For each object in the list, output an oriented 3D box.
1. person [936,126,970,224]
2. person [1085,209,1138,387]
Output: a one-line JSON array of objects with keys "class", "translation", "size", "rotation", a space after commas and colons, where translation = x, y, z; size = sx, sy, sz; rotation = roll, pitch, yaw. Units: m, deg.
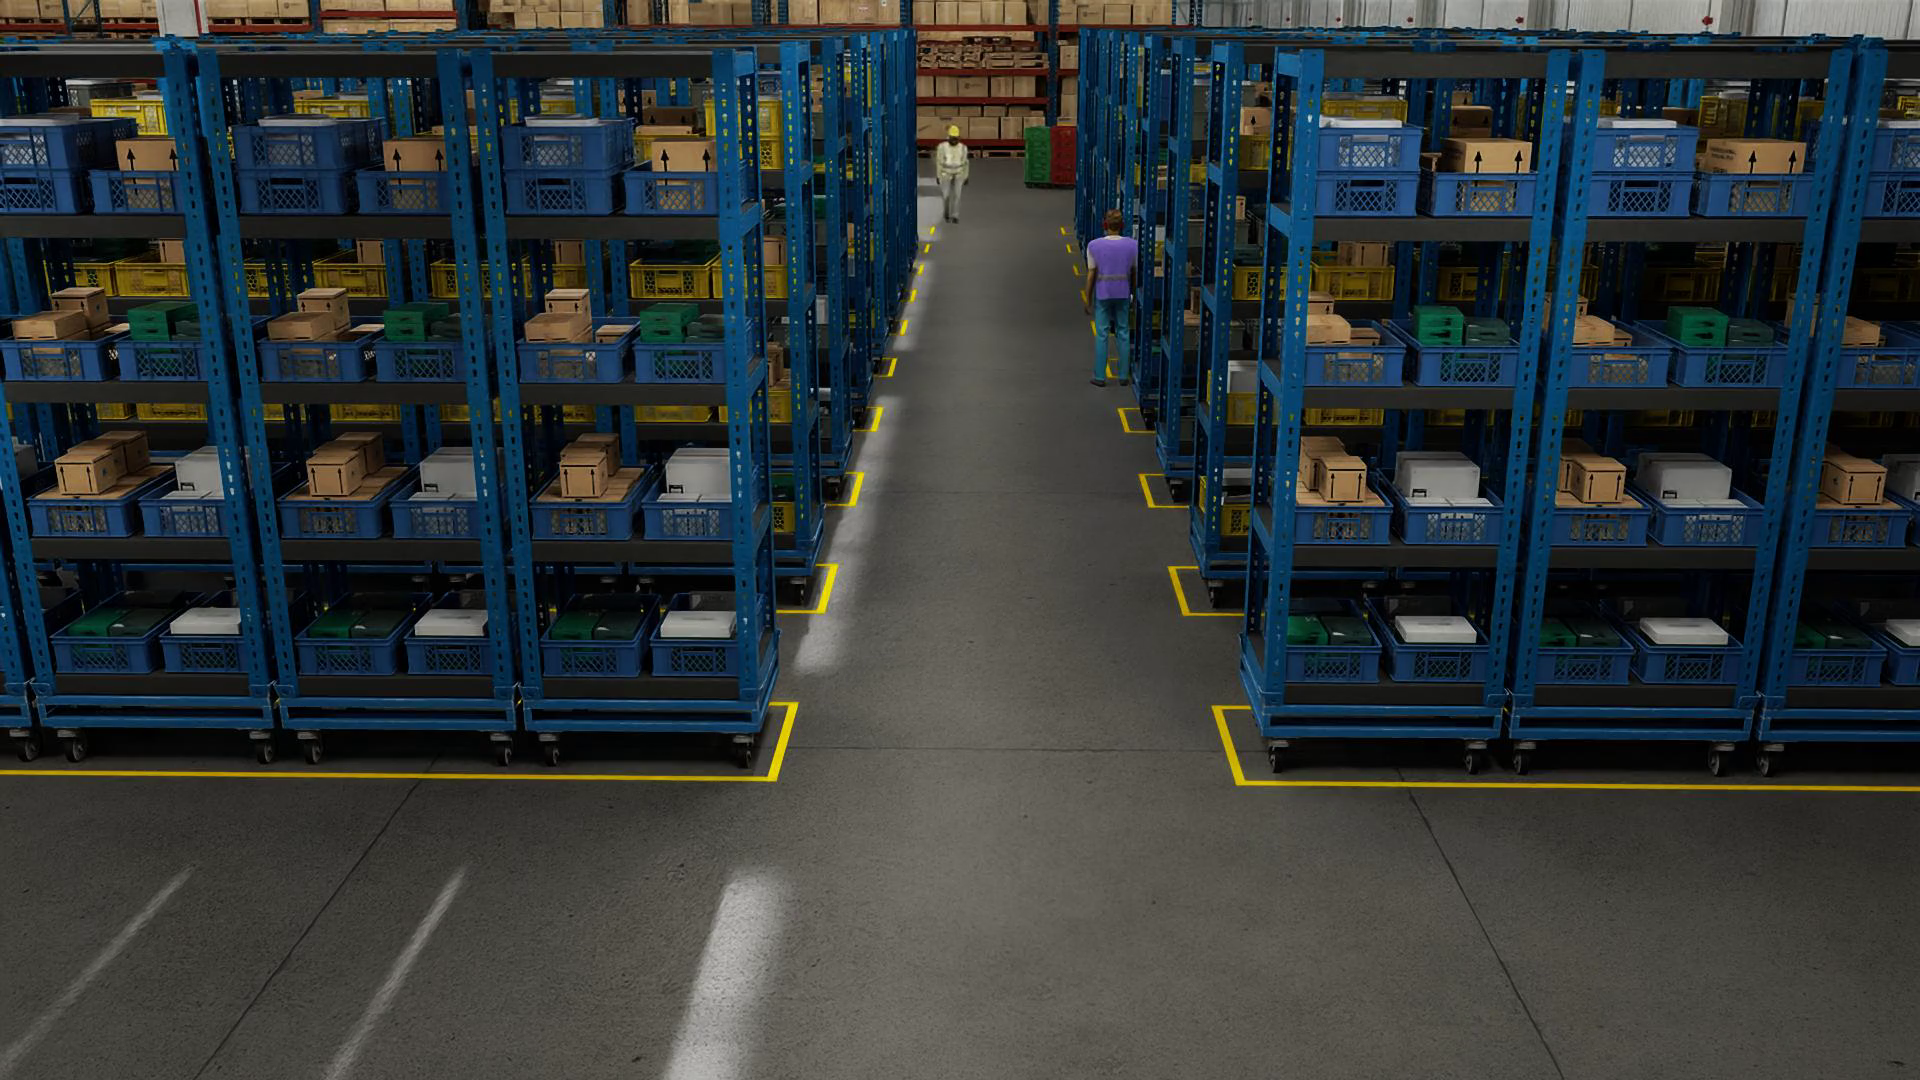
[{"class": "person", "translation": [-0.119, -6.815, 31.103], "size": [0.626, 1.812, 0.570], "rotation": [-2, 18, -6]}, {"class": "person", "translation": [1.589, -2.512, 17.342], "size": [0.570, 1.843, 0.372], "rotation": [-3, 18, -9]}]
